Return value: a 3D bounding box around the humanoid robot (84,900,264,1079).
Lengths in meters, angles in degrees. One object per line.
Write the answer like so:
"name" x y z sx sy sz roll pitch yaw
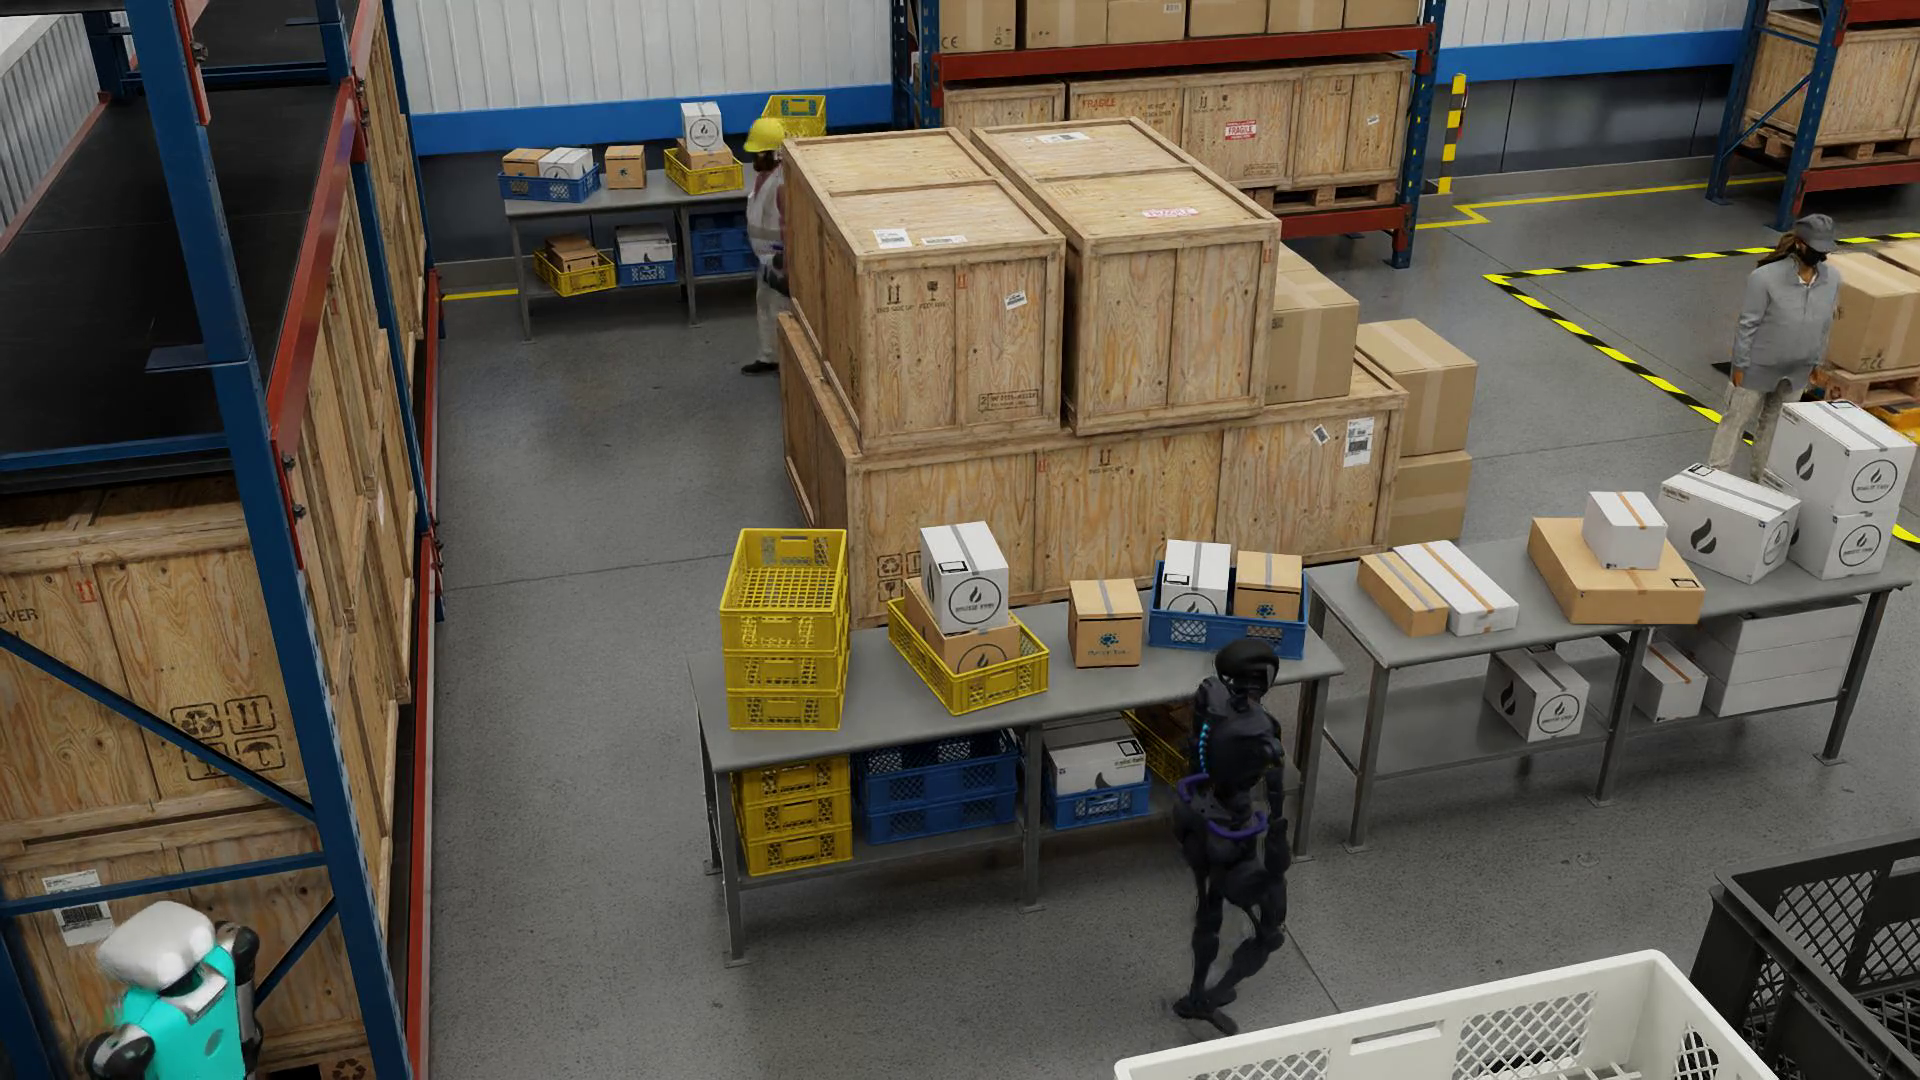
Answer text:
"humanoid robot" -2.223 1.684 4.526 0.771 1.746 0.566 8 30 14

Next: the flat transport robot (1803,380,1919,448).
"flat transport robot" 5.941 -0.999 10.901 0.652 0.197 1.431 -7 30 -13

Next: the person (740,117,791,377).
"person" -1.130 -1.917 11.004 0.649 1.803 0.627 -10 30 -18

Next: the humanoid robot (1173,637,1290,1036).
"humanoid robot" 0.931 1.027 5.794 0.355 1.652 0.588 -13 32 -23

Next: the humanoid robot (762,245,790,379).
"humanoid robot" -1.058 -1.764 10.866 0.590 1.638 0.386 9 30 16

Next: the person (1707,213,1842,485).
"person" 4.584 -0.995 9.369 0.562 1.767 0.399 -4 29 -7
